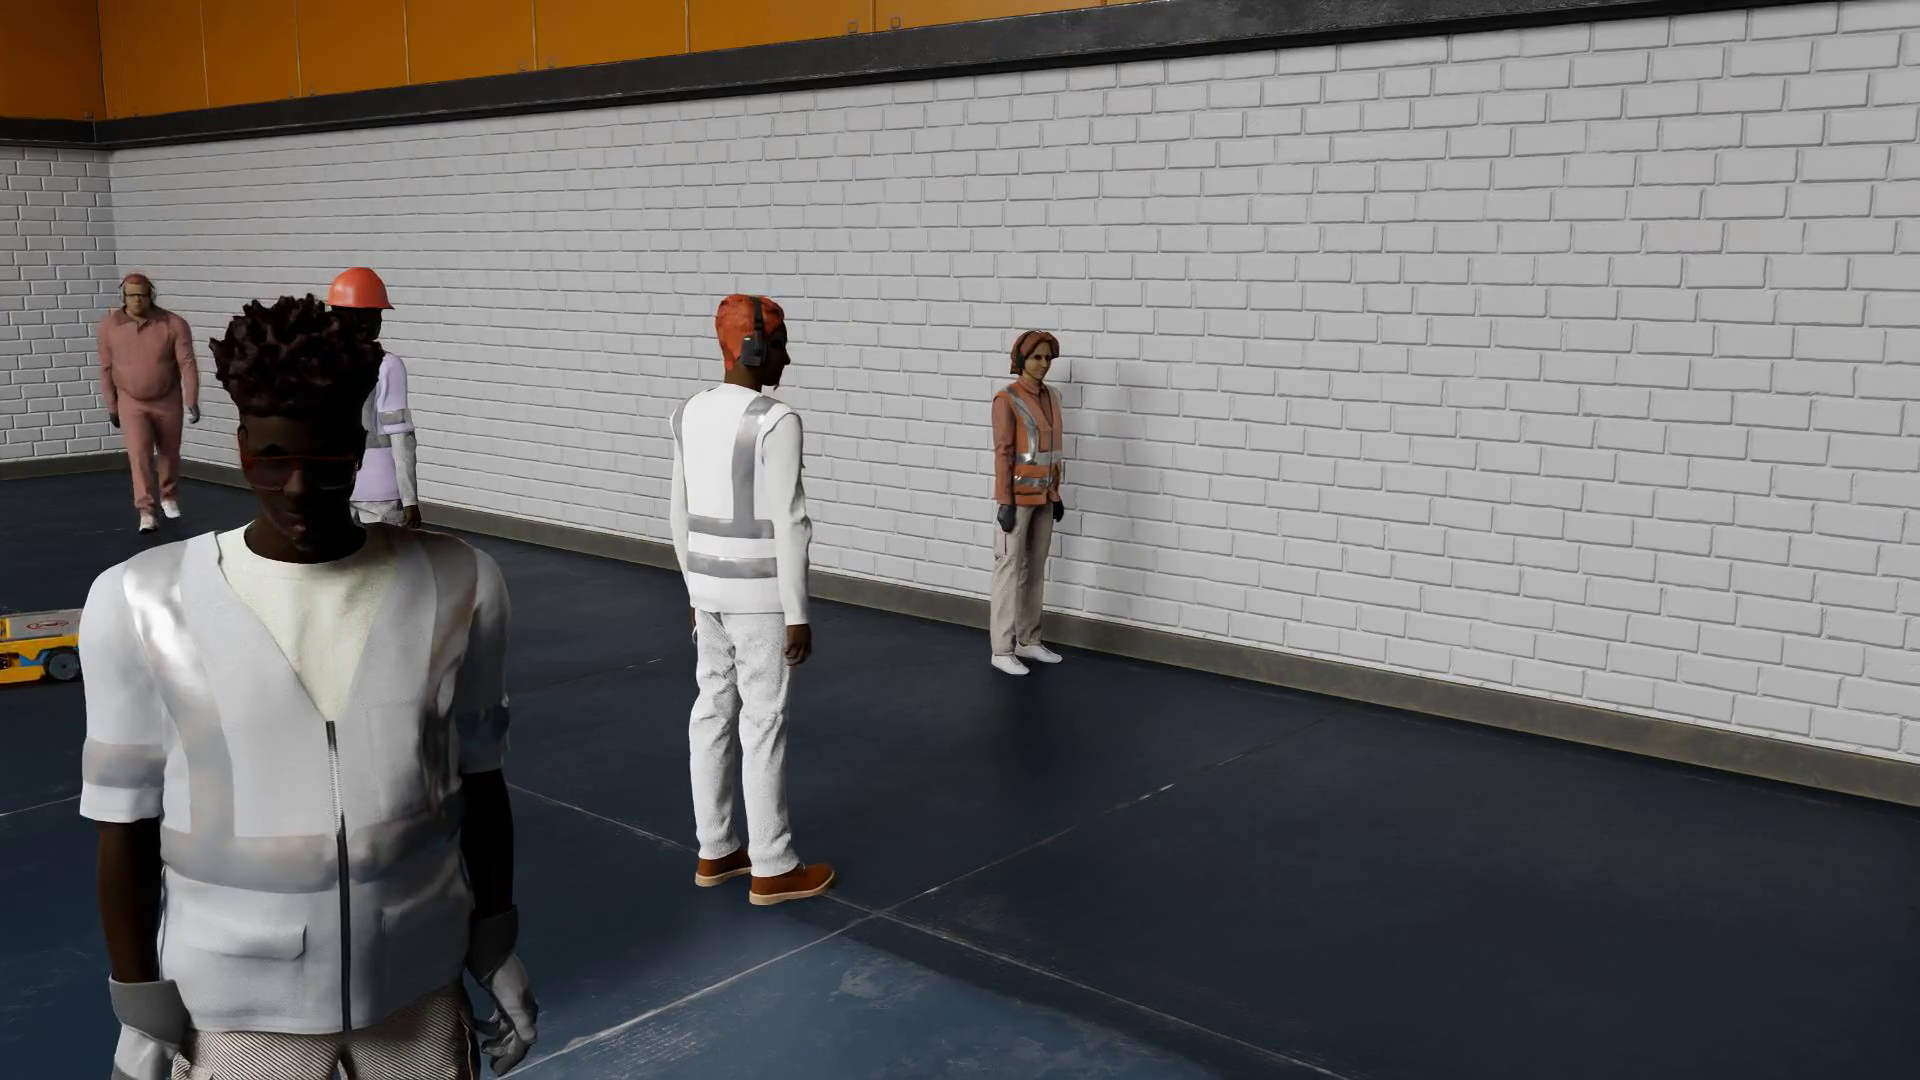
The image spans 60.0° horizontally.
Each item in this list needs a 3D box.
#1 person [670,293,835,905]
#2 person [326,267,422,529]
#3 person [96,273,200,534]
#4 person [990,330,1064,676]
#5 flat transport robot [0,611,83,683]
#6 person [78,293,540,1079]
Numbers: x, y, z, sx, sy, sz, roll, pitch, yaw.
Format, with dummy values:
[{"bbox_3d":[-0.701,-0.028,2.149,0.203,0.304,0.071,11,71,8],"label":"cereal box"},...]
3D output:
[{"bbox_3d":[-0.665,0.185,5.174,0.574,1.884,0.358,9,14,43],"label":"person"},{"bbox_3d":[-2.628,-0.229,7.379,0.553,1.935,0.365,3,10,17],"label":"person"},{"bbox_3d":[-5.895,-1.011,12.115,0.648,1.855,1.018,-4,11,-24],"label":"person"},{"bbox_3d":[0.328,-0.183,7.972,0.313,1.636,0.517,7,12,35],"label":"person"},{"bbox_3d":[-4.057,0.465,8.167,1.431,0.197,0.652,-6,11,-29],"label":"flat transport robot"},{"bbox_3d":[-0.923,0.628,2.436,0.602,1.958,0.381,-6,12,-31],"label":"person"}]
